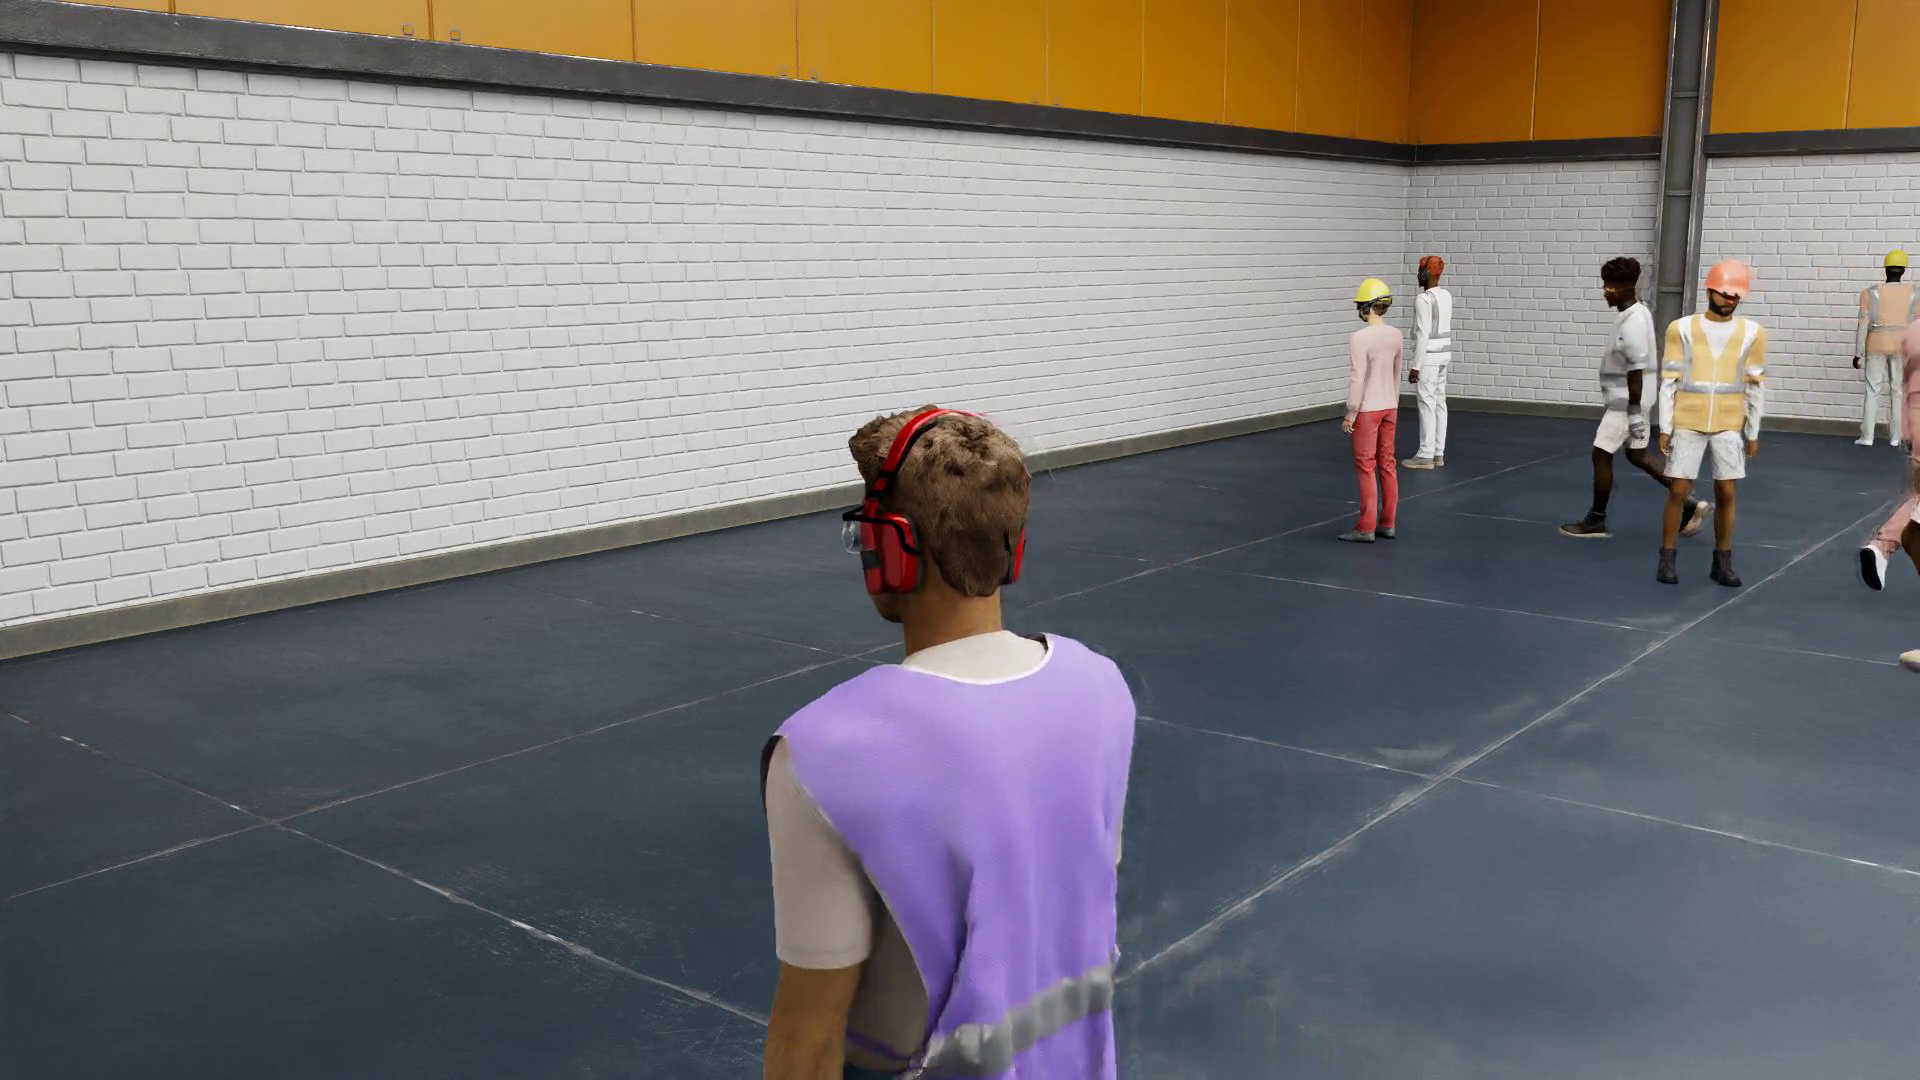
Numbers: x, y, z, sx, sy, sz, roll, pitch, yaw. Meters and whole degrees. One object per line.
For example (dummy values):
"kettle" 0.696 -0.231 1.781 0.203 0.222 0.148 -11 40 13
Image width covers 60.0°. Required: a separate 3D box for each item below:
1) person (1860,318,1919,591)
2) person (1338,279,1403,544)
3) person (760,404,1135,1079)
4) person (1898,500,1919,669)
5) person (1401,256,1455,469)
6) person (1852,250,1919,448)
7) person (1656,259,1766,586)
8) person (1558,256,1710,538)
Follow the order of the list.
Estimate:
"person" 5.439 -0.570 9.192 0.624 1.893 0.659 -3 11 -14
"person" 2.749 -0.862 11.168 0.533 1.767 0.327 -8 13 -39
"person" -0.014 0.751 2.050 0.454 1.830 0.598 9 14 41
"person" 4.643 -0.369 7.713 0.566 2.022 0.646 8 13 36
"person" 4.167 -1.573 14.788 0.362 1.883 0.575 9 14 41
"person" 9.061 -1.861 16.258 0.595 1.925 0.371 3 11 15
"person" 4.375 -0.673 9.715 0.557 1.918 0.411 3 11 16
"person" 4.556 -0.929 11.115 0.872 1.920 0.680 5 12 28
